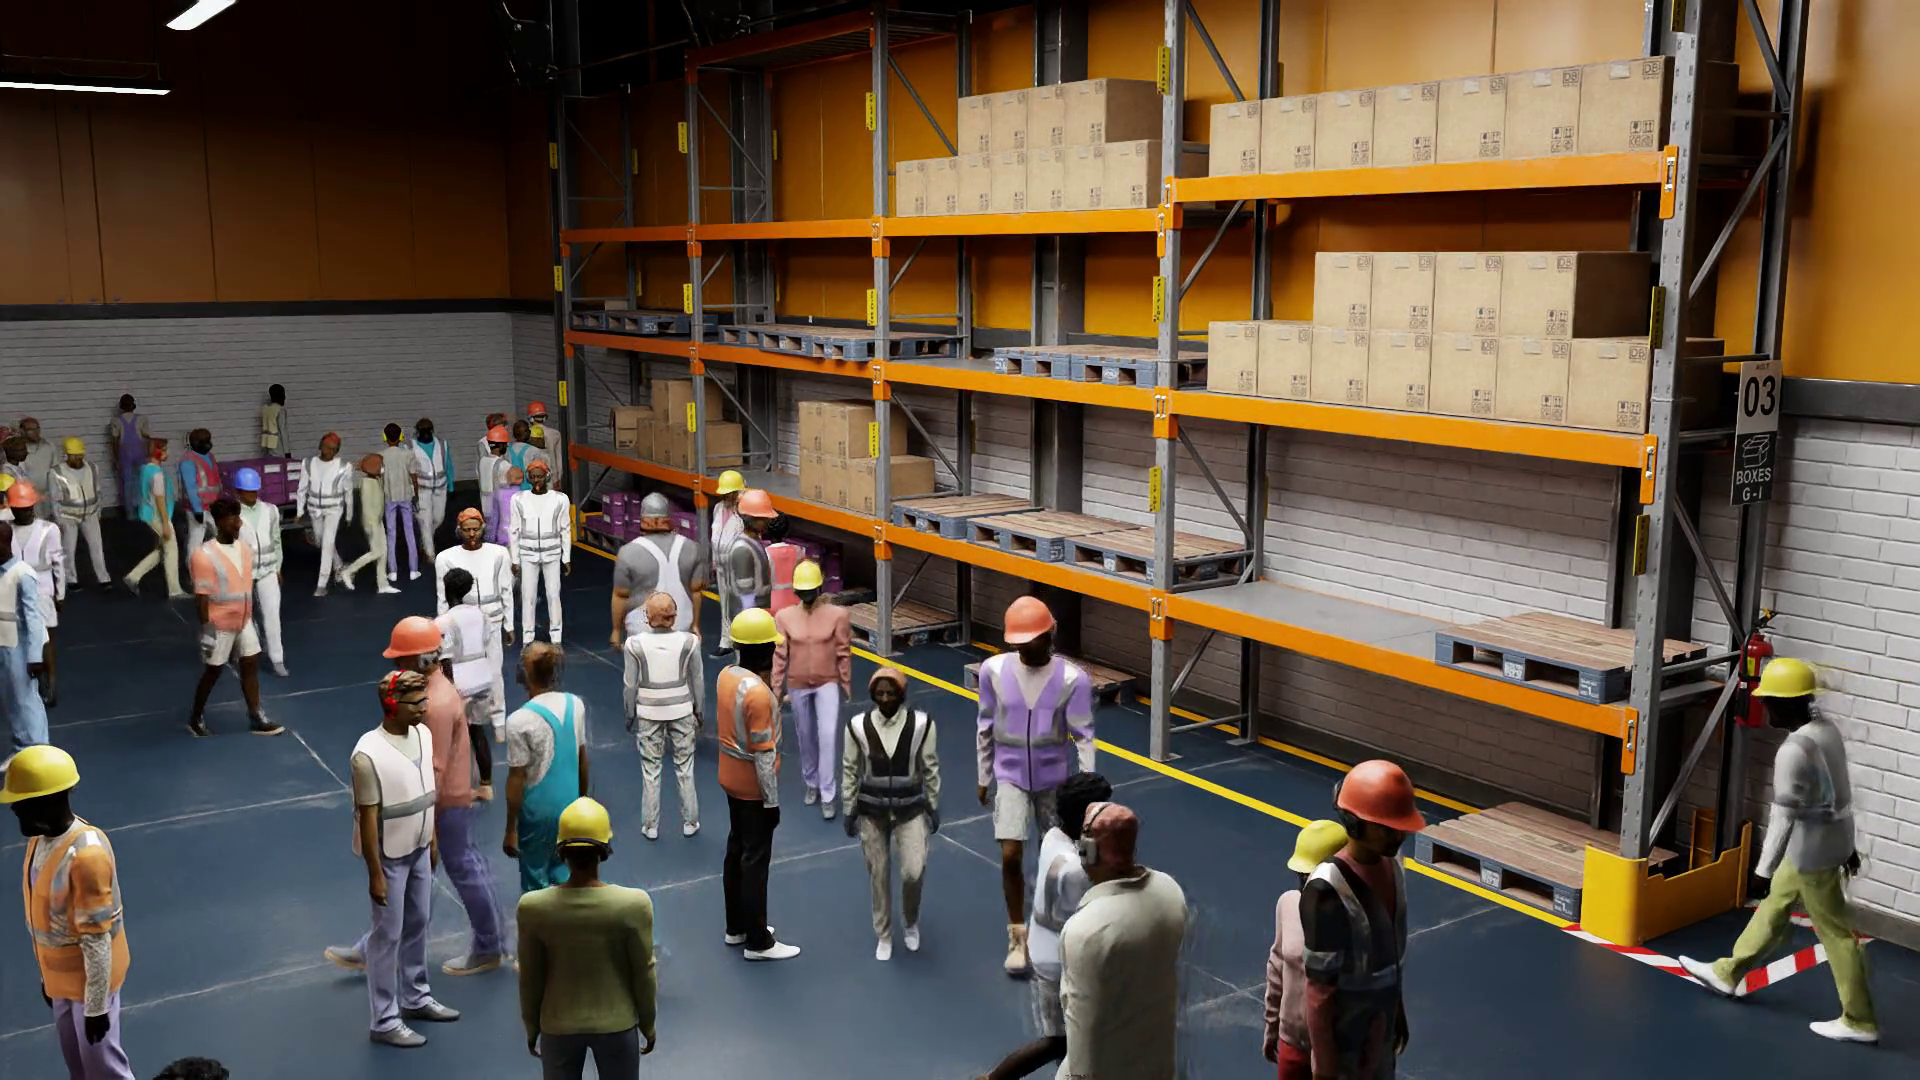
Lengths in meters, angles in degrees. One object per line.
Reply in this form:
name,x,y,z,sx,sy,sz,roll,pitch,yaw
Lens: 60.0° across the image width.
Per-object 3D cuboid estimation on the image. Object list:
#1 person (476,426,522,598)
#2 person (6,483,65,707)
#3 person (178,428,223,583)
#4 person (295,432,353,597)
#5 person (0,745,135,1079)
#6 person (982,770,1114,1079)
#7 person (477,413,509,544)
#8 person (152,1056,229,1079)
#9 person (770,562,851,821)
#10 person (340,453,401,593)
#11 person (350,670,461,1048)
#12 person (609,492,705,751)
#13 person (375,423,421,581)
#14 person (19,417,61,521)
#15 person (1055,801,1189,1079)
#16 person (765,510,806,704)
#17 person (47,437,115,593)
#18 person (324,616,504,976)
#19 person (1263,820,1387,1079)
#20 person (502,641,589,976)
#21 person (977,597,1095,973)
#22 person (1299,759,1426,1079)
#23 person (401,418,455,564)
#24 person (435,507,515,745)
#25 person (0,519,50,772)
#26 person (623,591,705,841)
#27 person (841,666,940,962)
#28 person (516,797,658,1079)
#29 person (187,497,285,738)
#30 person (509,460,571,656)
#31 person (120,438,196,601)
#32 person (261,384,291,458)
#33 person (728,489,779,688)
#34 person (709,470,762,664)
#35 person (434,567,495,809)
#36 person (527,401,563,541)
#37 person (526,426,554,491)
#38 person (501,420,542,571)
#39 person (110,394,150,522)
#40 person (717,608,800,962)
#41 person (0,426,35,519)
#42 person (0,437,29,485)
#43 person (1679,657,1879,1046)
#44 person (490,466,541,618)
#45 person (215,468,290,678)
person,-5.133,-0.309,18.567,0.546,1.928,0.385,8,12,39
person,-7.880,0.473,14.034,0.566,1.902,0.782,-3,10,-19
person,-8.709,-0.388,19.322,0.668,1.820,0.658,1,10,3
person,-7.180,-0.327,18.944,0.611,1.837,0.924,0,10,2
person,-3.529,1.737,6.607,0.583,1.917,0.407,9,13,42
person,0.355,1.784,7.100,0.688,1.646,0.536,0,10,-2
person,-5.839,-0.670,20.908,0.386,1.849,0.567,3,10,16
person,-1.986,2.203,4.510,0.597,1.678,0.538,1,10,4
person,-1.018,1.020,11.301,0.544,1.731,0.781,0,10,-1
person,-6.648,-0.178,18.707,0.558,1.617,0.506,-1,10,-4
person,-2.726,1.525,8.072,0.395,1.836,0.561,2,10,14
person,-2.344,0.623,12.760,0.687,2.000,0.536,-7,12,-37
person,-6.619,-0.448,19.571,0.510,1.865,0.329,-3,10,-19
person,-11.405,-0.597,20.459,0.948,1.866,0.641,5,11,26
person,0.477,1.853,6.090,0.633,1.861,0.896,-9,13,-43
person,-1.521,0.594,13.963,0.536,1.693,0.319,-9,13,-42
person,-9.864,-0.260,18.680,0.920,1.783,0.600,8,13,39
person,-2.851,1.366,8.654,0.903,1.947,0.630,-5,11,-28
person,1.329,1.886,6.155,0.315,1.769,0.525,-8,12,-38
person,-2.107,1.431,8.641,0.540,1.828,0.526,5,11,29
person,0.399,1.297,8.841,0.646,2.016,0.722,1,10,5
person,1.471,1.771,6.062,0.409,2.030,0.617,8,13,39
person,-6.696,-0.636,20.849,0.641,1.821,0.720,-8,13,-39
person,-3.761,0.676,12.941,0.574,1.875,0.345,-5,11,-25
person,-6.924,0.781,12.206,0.604,1.915,0.387,7,12,36
person,-1.926,1.149,10.854,0.524,1.636,0.308,-2,10,-12
person,-0.374,1.477,8.943,0.541,1.628,0.369,0,10,0
person,-1.421,1.850,6.390,0.525,1.760,0.334,-1,10,-3
person,-5.783,0.614,13.151,0.629,1.972,0.649,3,10,18
person,-3.995,0.175,15.852,0.573,1.883,0.353,-2,10,-11
person,-8.855,-0.214,18.299,0.645,1.829,0.574,-7,12,-37
person,-10.186,-1.364,24.786,0.595,1.915,0.371,8,12,39
person,-1.550,0.612,12.842,0.461,2.031,0.648,1,10,3
person,-2.121,0.247,15.607,0.588,1.823,0.403,7,12,36
person,-3.414,1.019,11.525,0.422,1.660,0.551,4,11,24
person,-5.297,-0.758,21.000,0.379,1.996,0.610,9,13,43
person,-5.241,-0.550,20.564,0.490,1.730,0.323,2,10,9
person,-5.264,-0.530,20.101,0.504,1.847,0.345,1,10,9
person,-11.893,-1.175,23.911,0.504,1.840,0.345,-4,11,-24
person,-1.120,1.316,9.027,0.368,1.928,0.585,-5,11,-29
person,-10.744,-0.343,18.847,0.639,1.902,0.407,3,10,17
person,-10.377,-0.219,18.313,0.339,1.838,0.512,-3,10,-15
person,4.051,1.497,8.141,1.032,1.860,0.610,8,12,38
person,-4.724,0.008,17.675,0.519,1.584,0.864,4,10,21
person,-6.519,0.273,15.232,0.629,1.905,0.989,-9,13,-43
